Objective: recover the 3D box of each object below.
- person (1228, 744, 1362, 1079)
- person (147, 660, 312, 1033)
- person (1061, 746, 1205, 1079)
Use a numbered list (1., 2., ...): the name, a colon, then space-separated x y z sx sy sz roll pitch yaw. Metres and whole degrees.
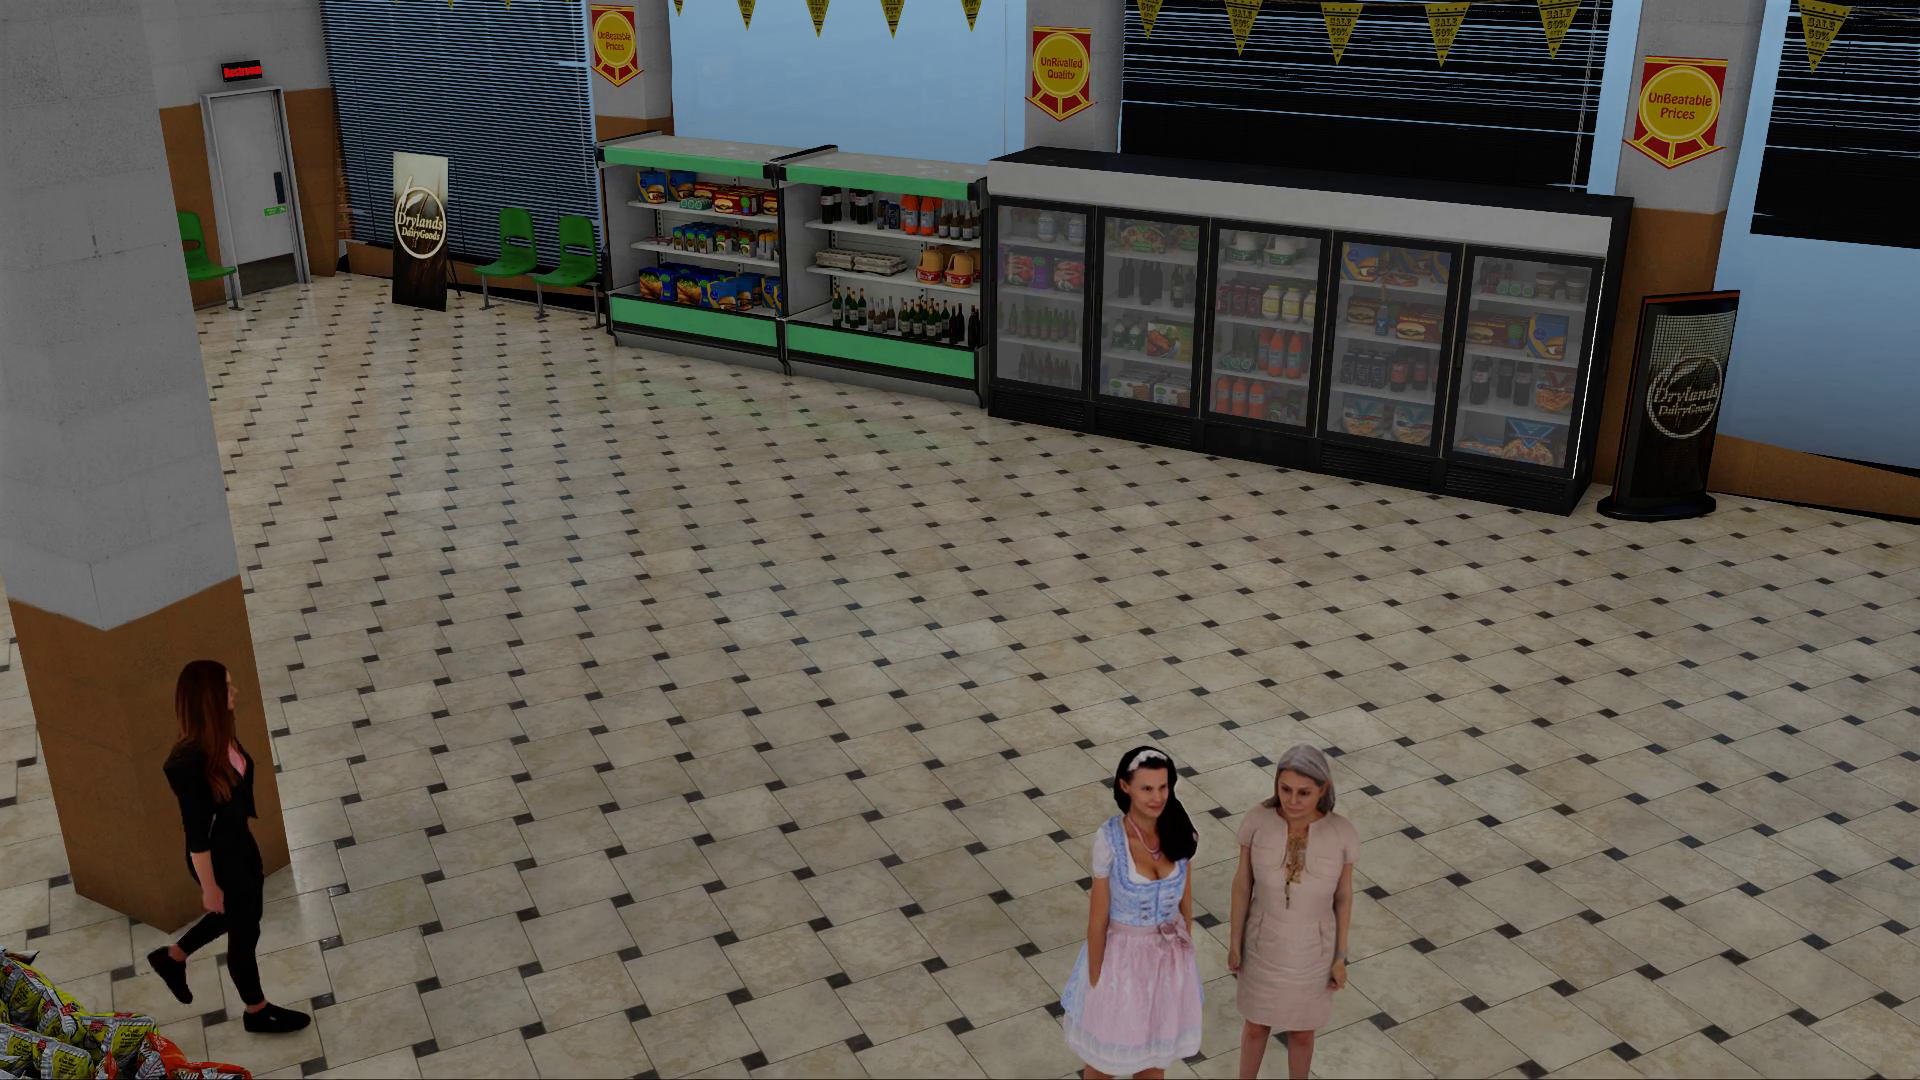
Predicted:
1. person: 1.213 1.534 6.166 0.574 1.735 0.718 5 22 13
2. person: -3.122 1.289 6.832 1.024 1.693 0.890 0 22 0
3. person: 0.634 1.556 5.995 0.858 1.822 0.915 -7 23 -17
